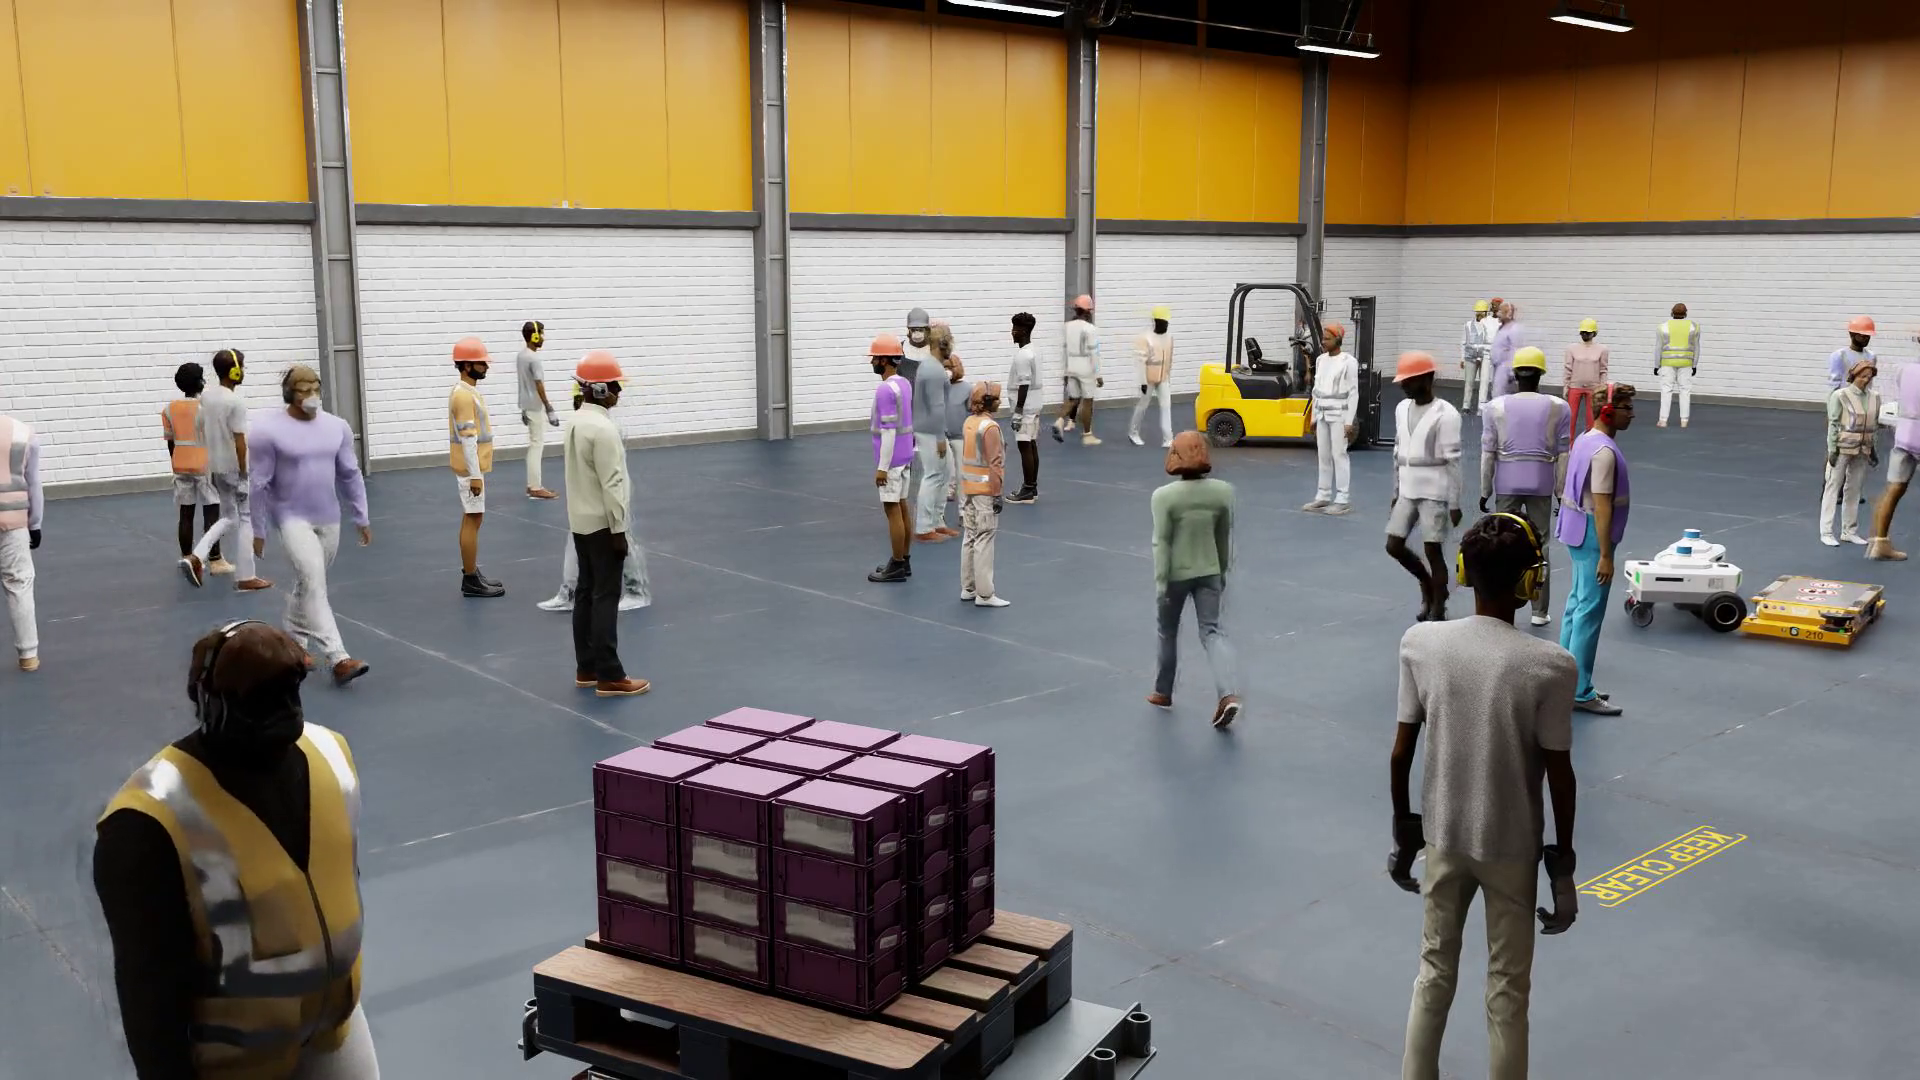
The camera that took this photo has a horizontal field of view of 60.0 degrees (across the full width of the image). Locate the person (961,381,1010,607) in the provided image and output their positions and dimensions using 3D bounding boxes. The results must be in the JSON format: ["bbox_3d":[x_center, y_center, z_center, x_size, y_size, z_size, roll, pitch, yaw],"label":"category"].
[{"bbox_3d":[0.170,-0.335,12.077,0.311,1.638,0.523,-4,11,-23],"label":"person"}]

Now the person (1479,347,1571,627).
[{"bbox_3d":[3.861,-0.359,11.405,0.585,1.917,0.381,3,10,15],"label":"person"}]

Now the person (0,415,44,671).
[{"bbox_3d":[-5.878,-0.085,10.058,0.613,1.835,0.428,-7,12,-36],"label":"person"}]

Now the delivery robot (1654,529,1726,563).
[{"bbox_3d":[5.289,0.165,12.042,0.477,0.478,0.707,7,12,37],"label":"delivery robot"}]

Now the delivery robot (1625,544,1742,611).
[{"bbox_3d":[4.955,0.272,11.418,0.707,0.478,0.477,2,10,9],"label":"delivery robot"}]

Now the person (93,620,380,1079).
[{"bbox_3d":[-1.449,1.053,3.514,0.968,1.789,0.658,5,11,26],"label":"person"}]

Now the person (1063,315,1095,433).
[{"bbox_3d":[1.722,-2.389,23.940,0.539,1.691,0.318,6,11,30],"label":"person"}]

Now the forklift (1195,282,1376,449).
[{"bbox_3d":[4.328,-2.346,22.227,2.313,2.155,1.214,3,10,16],"label":"forklift"}]

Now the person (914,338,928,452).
[{"bbox_3d":[-0.489,-1.984,21.767,0.542,1.619,0.656,7,12,36],"label":"person"}]

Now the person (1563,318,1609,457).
[{"bbox_3d":[7.834,-1.895,20.845,0.526,1.765,0.330,3,10,18],"label":"person"}]

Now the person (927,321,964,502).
[{"bbox_3d":[-0.280,-1.341,17.310,0.399,1.875,0.790,-6,12,-33],"label":"person"}]

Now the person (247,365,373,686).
[{"bbox_3d":[-3.837,-0.093,9.930,1.004,1.883,0.655,7,12,37],"label":"person"}]

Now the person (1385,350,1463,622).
[{"bbox_3d":[3.105,-0.308,11.113,0.472,1.912,0.649,-6,11,-30],"label":"person"}]

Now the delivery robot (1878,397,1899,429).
[{"bbox_3d":[13.116,-1.756,23.291,0.477,0.478,0.707,0,10,-1],"label":"delivery robot"}]

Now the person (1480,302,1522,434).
[{"bbox_3d":[7.790,-2.436,23.642,0.672,1.888,0.656,1,10,3],"label":"person"}]

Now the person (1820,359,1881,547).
[{"bbox_3d":[7.813,-0.762,14.578,0.513,1.639,0.313,-2,10,-14],"label":"person"}]

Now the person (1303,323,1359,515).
[{"bbox_3d":[3.670,-1.195,16.392,0.337,1.883,0.584,-5,11,-27],"label":"person"}]

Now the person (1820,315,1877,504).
[{"bbox_3d":[9.128,-1.325,17.004,0.552,1.932,0.377,-3,10,-16],"label":"person"}]

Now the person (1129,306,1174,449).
[{"bbox_3d":[2.581,-2.167,22.108,0.598,1.881,0.993,-6,11,-30],"label":"person"}]

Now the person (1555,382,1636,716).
[{"bbox_3d":[3.526,0.038,9.287,0.372,1.843,0.571,2,10,10],"label":"person"}]

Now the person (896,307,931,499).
[{"bbox_3d":[-0.404,-1.259,16.309,0.681,2.000,0.538,0,10,0],"label":"person"}]

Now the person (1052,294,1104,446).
[{"bbox_3d":[1.592,-2.243,22.111,0.635,2.032,0.629,-8,12,-38],"label":"person"}]

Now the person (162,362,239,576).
[{"bbox_3d":[-6.045,-0.557,13.201,0.535,1.700,0.318,3,10,15],"label":"person"}]

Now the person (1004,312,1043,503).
[{"bbox_3d":[0.661,-1.359,17.115,0.368,1.966,0.602,3,10,15],"label":"person"}]

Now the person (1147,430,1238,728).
[{"bbox_3d":[1.279,0.202,9.052,0.502,1.608,0.804,-3,10,-18],"label":"person"}]

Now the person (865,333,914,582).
[{"bbox_3d":[-0.554,-0.635,12.956,0.372,1.939,0.544,2,10,14],"label":"person"}]

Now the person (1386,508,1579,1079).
[{"bbox_3d":[1.420,0.843,4.517,0.536,1.864,0.314,8,12,39],"label":"person"}]

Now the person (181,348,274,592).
[{"bbox_3d":[-5.510,-0.504,12.436,0.533,1.852,0.589,6,11,30],"label":"person"}]

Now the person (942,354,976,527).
[{"bbox_3d":[-0.080,-0.935,15.602,0.507,1.631,0.266,2,10,14],"label":"person"}]

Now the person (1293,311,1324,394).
[{"bbox_3d":[5.058,-2.401,23.686,0.948,1.795,0.532,-1,10,-3],"label":"person"}]

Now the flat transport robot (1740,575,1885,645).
[{"bbox_3d":[5.878,0.460,11.419,0.652,0.197,1.431,7,12,36],"label":"flat transport robot"}]

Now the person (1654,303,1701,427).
[{"bbox_3d":[10.631,-2.592,24.695,0.620,1.845,0.430,3,10,17],"label":"person"}]

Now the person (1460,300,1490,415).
[{"bbox_3d":[8.255,-2.888,26.454,0.589,1.834,0.403,4,11,23],"label":"person"}]

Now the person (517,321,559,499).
[{"bbox_3d":[-4.431,-1.356,17.414,0.368,1.862,0.541,-5,11,-28],"label":"person"}]

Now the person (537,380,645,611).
[{"bbox_3d":[-2.633,-0.317,11.770,0.839,1.710,0.503,-7,12,-35],"label":"person"}]

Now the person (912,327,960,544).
[{"bbox_3d":[-0.226,-0.929,14.799,0.447,1.901,0.682,-1,10,-5],"label":"person"}]

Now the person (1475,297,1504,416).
[{"bbox_3d":[8.440,-2.882,26.275,0.572,1.883,0.353,3,10,19],"label":"person"}]

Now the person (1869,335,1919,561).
[{"bbox_3d":[8.071,-0.801,13.770,1.016,1.997,0.615,-2,10,-11],"label":"person"}]

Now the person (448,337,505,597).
[{"bbox_3d":[-3.617,-0.542,12.413,0.360,1.938,0.545,-3,10,-17],"label":"person"}]

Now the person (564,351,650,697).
[{"bbox_3d":[-2.075,-0.094,9.625,0.381,1.994,0.615,-7,12,-34],"label":"person"}]
